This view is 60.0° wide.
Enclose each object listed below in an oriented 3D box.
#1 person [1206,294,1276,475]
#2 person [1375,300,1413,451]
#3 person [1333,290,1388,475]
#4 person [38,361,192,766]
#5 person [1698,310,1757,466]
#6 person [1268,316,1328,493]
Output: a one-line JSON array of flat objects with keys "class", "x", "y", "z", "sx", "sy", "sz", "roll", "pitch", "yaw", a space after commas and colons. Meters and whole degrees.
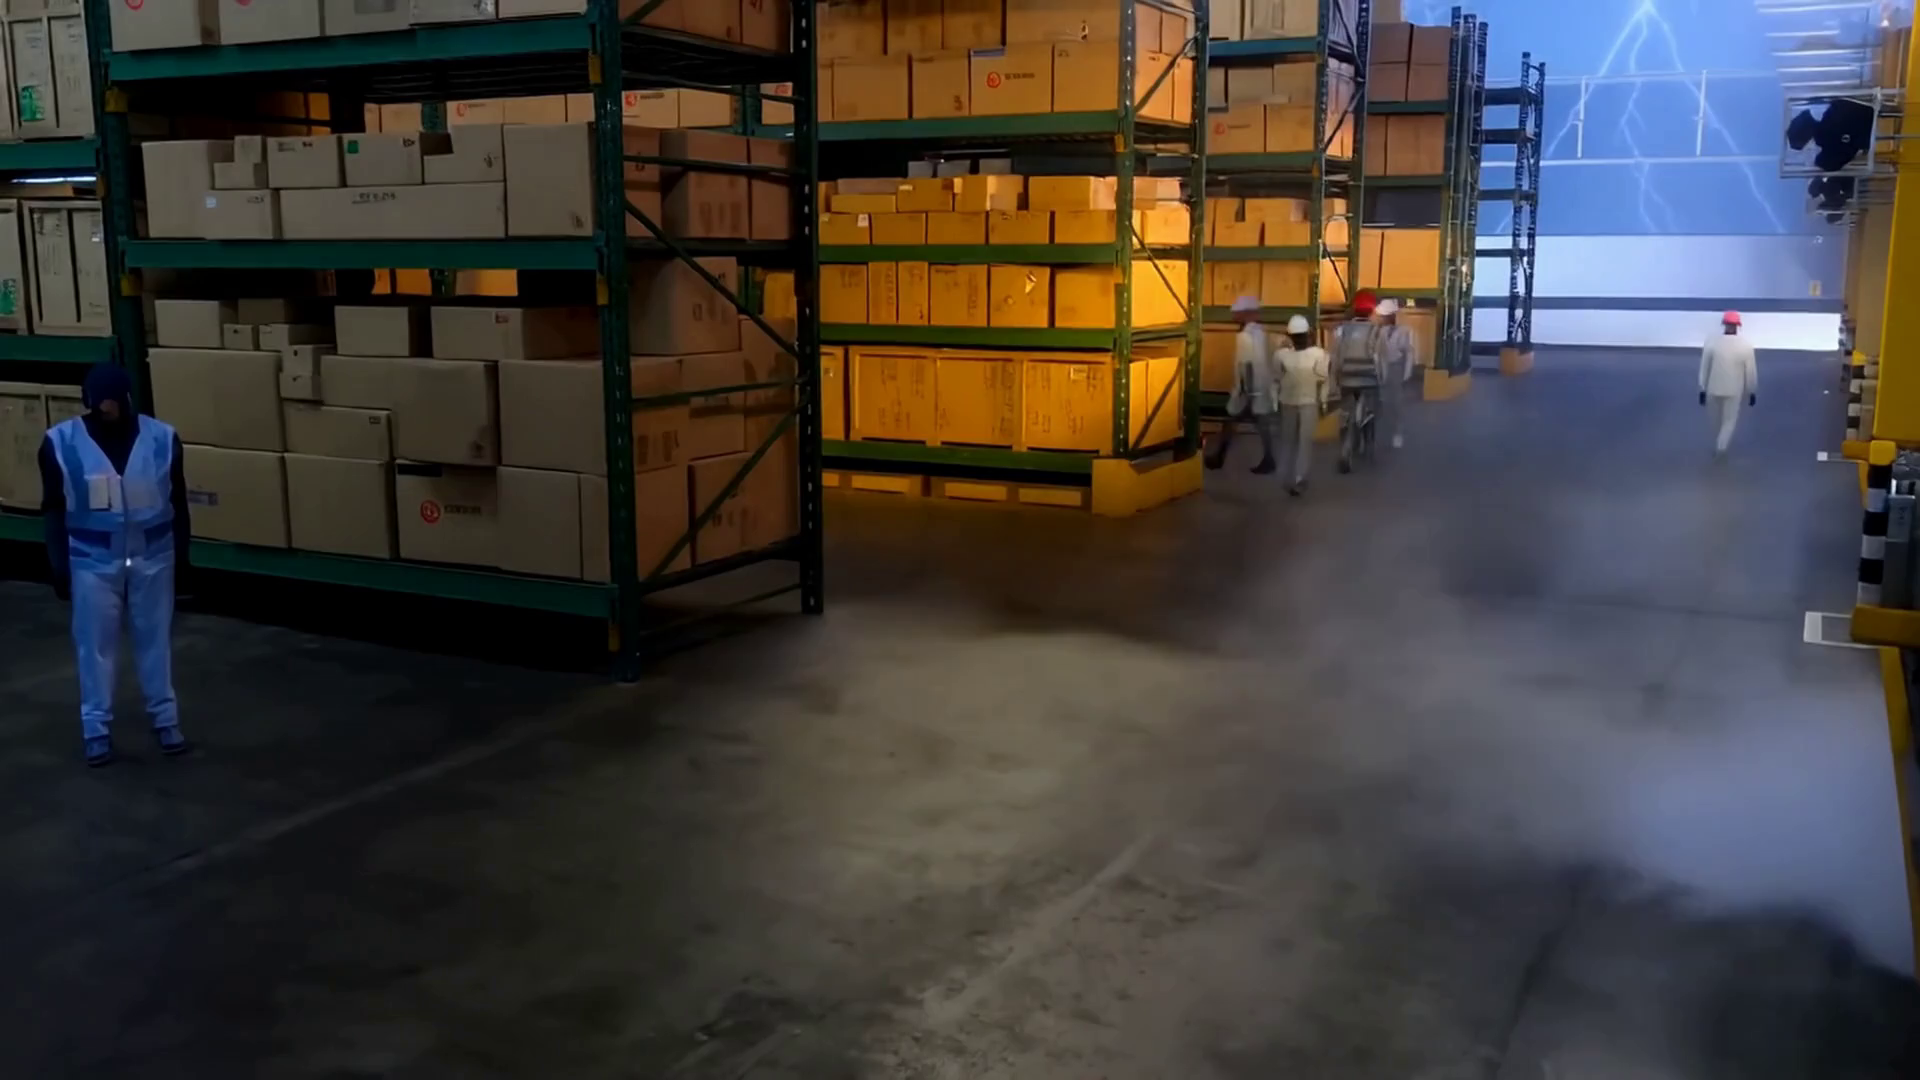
[{"class": "person", "x": 2.961, "y": -1.646, "z": 17.609, "sx": 0.927, "sy": 1.893, "sz": 0.560, "roll": 7, "pitch": 12, "yaw": 33}, {"class": "person", "x": 5.075, "y": -1.950, "z": 19.701, "sx": 0.595, "sy": 1.796, "sz": 0.911, "roll": 5, "pitch": 11, "yaw": 25}, {"class": "person", "x": 4.225, "y": -1.654, "z": 17.545, "sx": 0.601, "sy": 1.940, "sz": 0.396, "roll": 8, "pitch": 12, "yaw": 38}, {"class": "person", "x": -3.863, "y": 0.100, "z": 7.674, "sx": 0.624, "sy": 1.844, "sz": 0.429, "roll": -7, "pitch": 12, "yaw": -36}, {"class": "person", "x": 8.490, "y": -1.684, "z": 18.413, "sx": 0.575, "sy": 1.705, "sz": 0.865, "roll": 8, "pitch": 13, "yaw": 40}, {"class": "person", "x": 3.294, "y": -1.313, "z": 16.237, "sx": 0.554, "sy": 1.717, "sz": 0.966, "roll": 4, "pitch": 11, "yaw": 21}]
